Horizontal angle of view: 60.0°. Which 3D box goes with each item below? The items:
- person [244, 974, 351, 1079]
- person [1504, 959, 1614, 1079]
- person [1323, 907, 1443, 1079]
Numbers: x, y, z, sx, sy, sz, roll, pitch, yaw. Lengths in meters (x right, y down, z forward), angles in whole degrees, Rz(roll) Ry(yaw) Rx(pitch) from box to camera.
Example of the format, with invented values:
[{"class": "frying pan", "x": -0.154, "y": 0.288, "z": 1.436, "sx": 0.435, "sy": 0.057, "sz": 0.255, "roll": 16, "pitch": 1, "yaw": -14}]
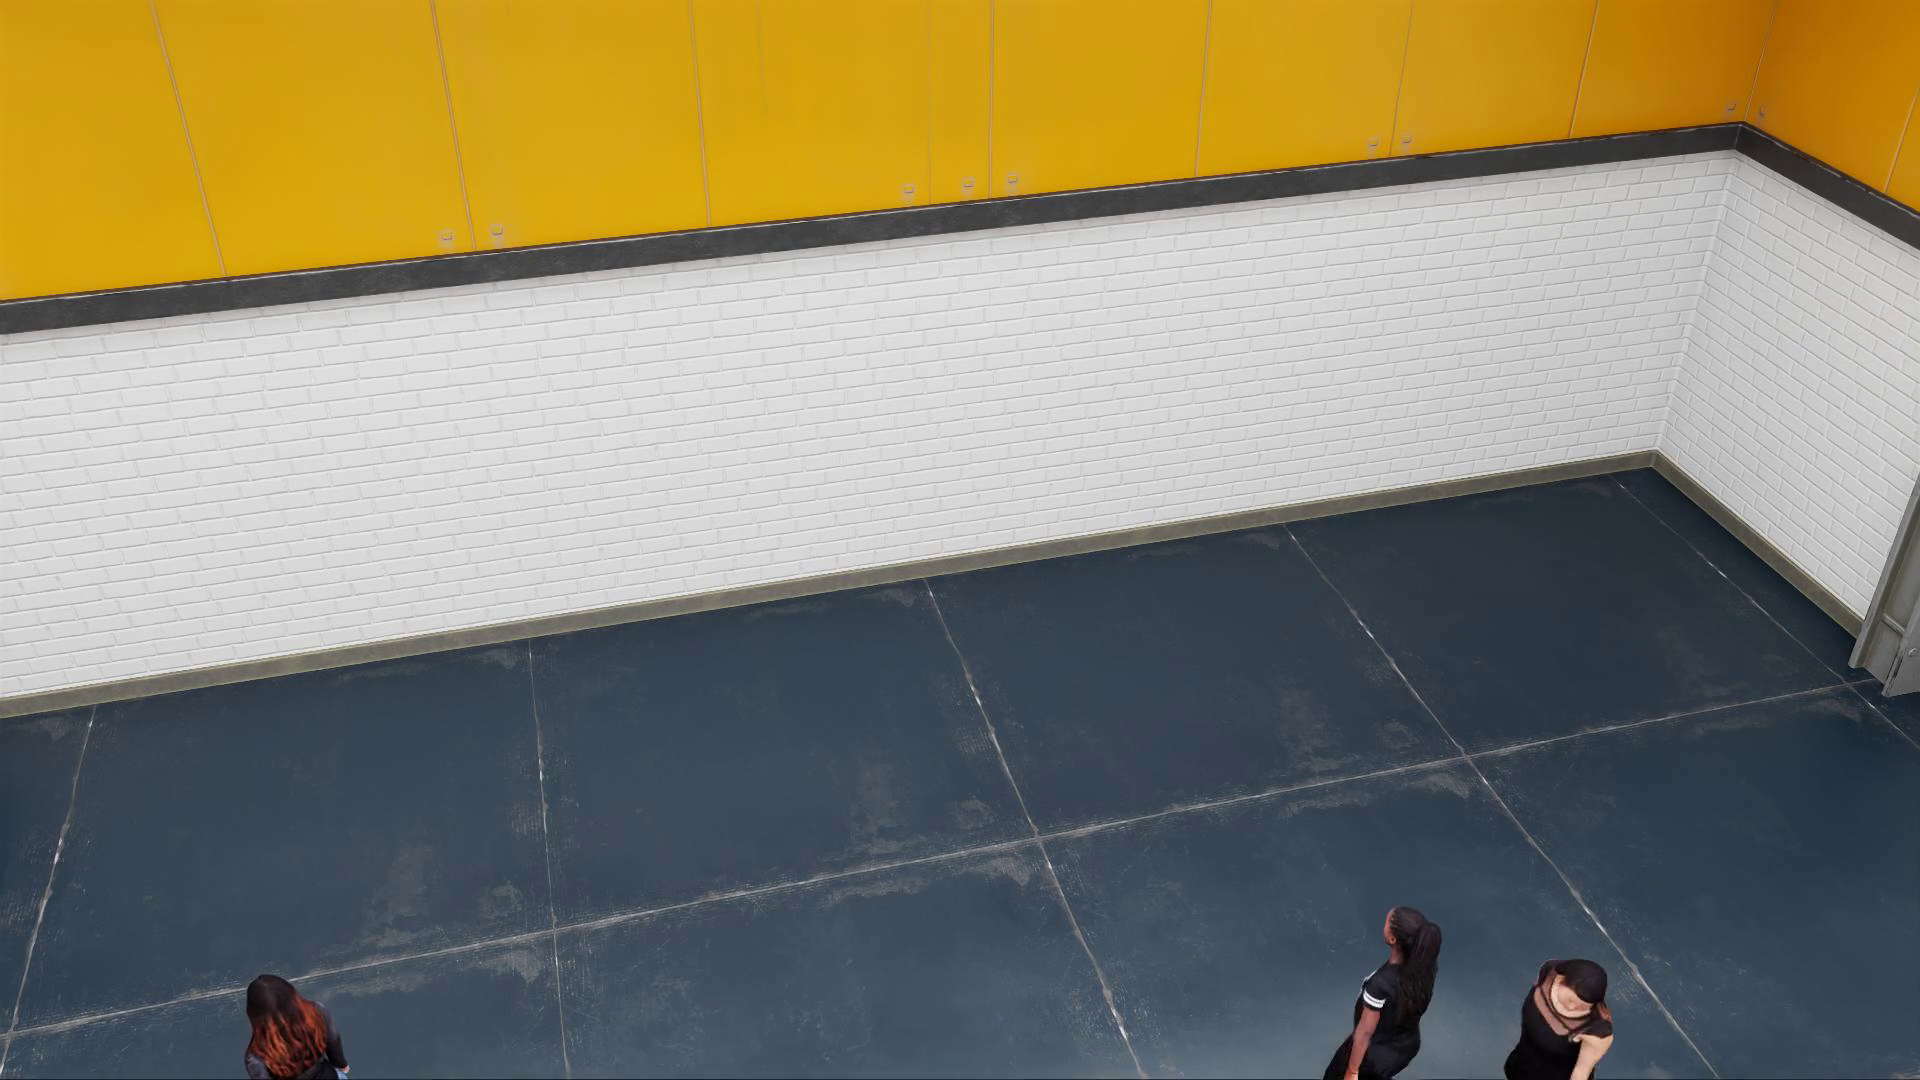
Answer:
[{"class": "person", "x": -3.075, "y": 2.649, "z": 7.852, "sx": 0.783, "sy": 1.634, "sz": 0.721, "roll": 17, "pitch": 37, "yaw": 24}, {"class": "person", "x": 2.872, "y": 2.509, "z": 8.029, "sx": 0.856, "sy": 1.670, "sz": 0.580, "roll": 0, "pitch": 34, "yaw": 0}, {"class": "person", "x": 2.099, "y": 2.499, "z": 8.000, "sx": 0.769, "sy": 1.719, "sz": 0.819, "roll": -26, "pitch": 42, "yaw": -34}]
